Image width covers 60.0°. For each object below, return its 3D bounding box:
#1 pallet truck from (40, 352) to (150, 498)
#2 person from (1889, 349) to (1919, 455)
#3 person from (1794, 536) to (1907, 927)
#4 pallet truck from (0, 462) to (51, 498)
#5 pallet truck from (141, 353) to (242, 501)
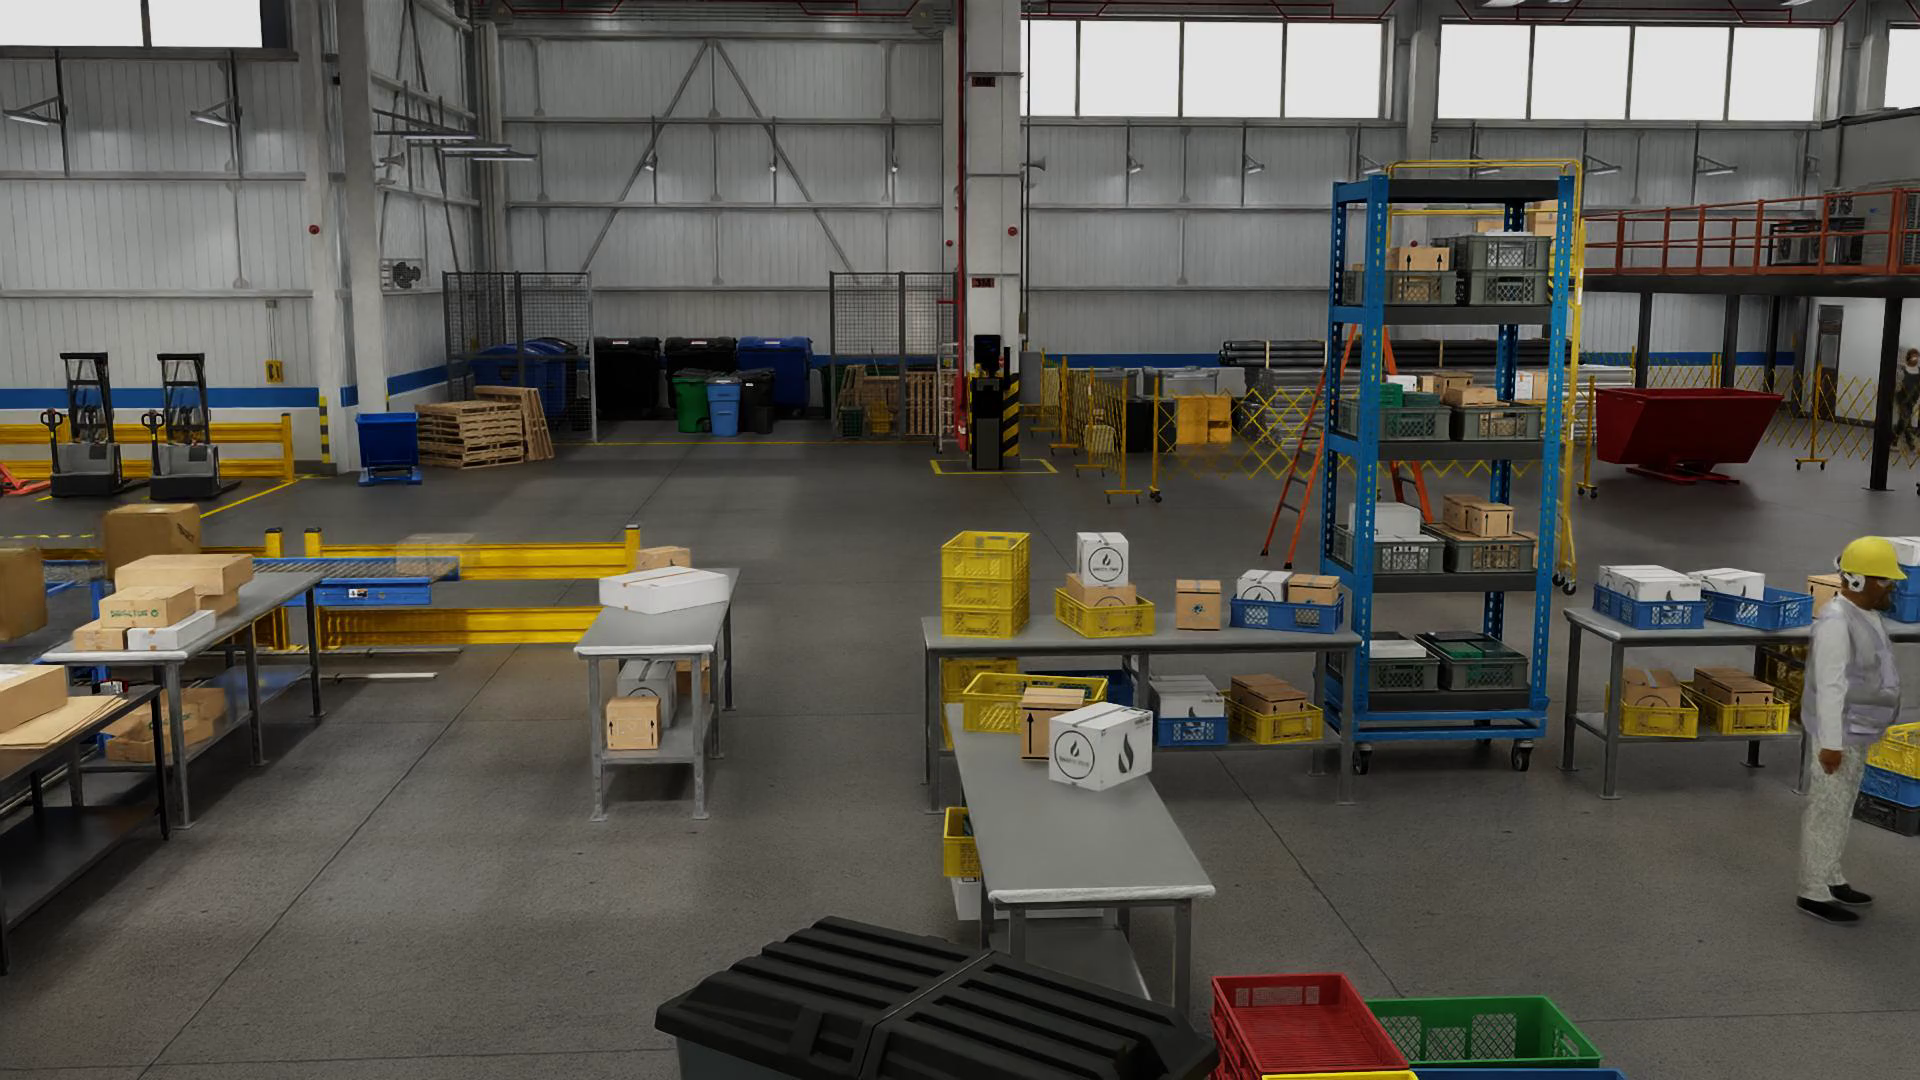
[{"bbox_3d":[-11.907,-1.642,23.165,0.823,1.965,1.885,0,9,0],"label":"pallet truck"},{"bbox_3d":[16.098,-2.345,28.219,0.527,1.795,0.961,-1,9,-7],"label":"person"},{"bbox_3d":[4.187,0.883,7.836,0.404,1.827,0.600,8,12,40],"label":"person"},{"bbox_3d":[-13.193,-1.293,23.148,0.653,1.274,1.630,-1,9,-4],"label":"pallet truck"},{"bbox_3d":[-10.520,-1.604,22.925,0.823,1.965,1.885,-1,9,-6],"label":"pallet truck"}]
